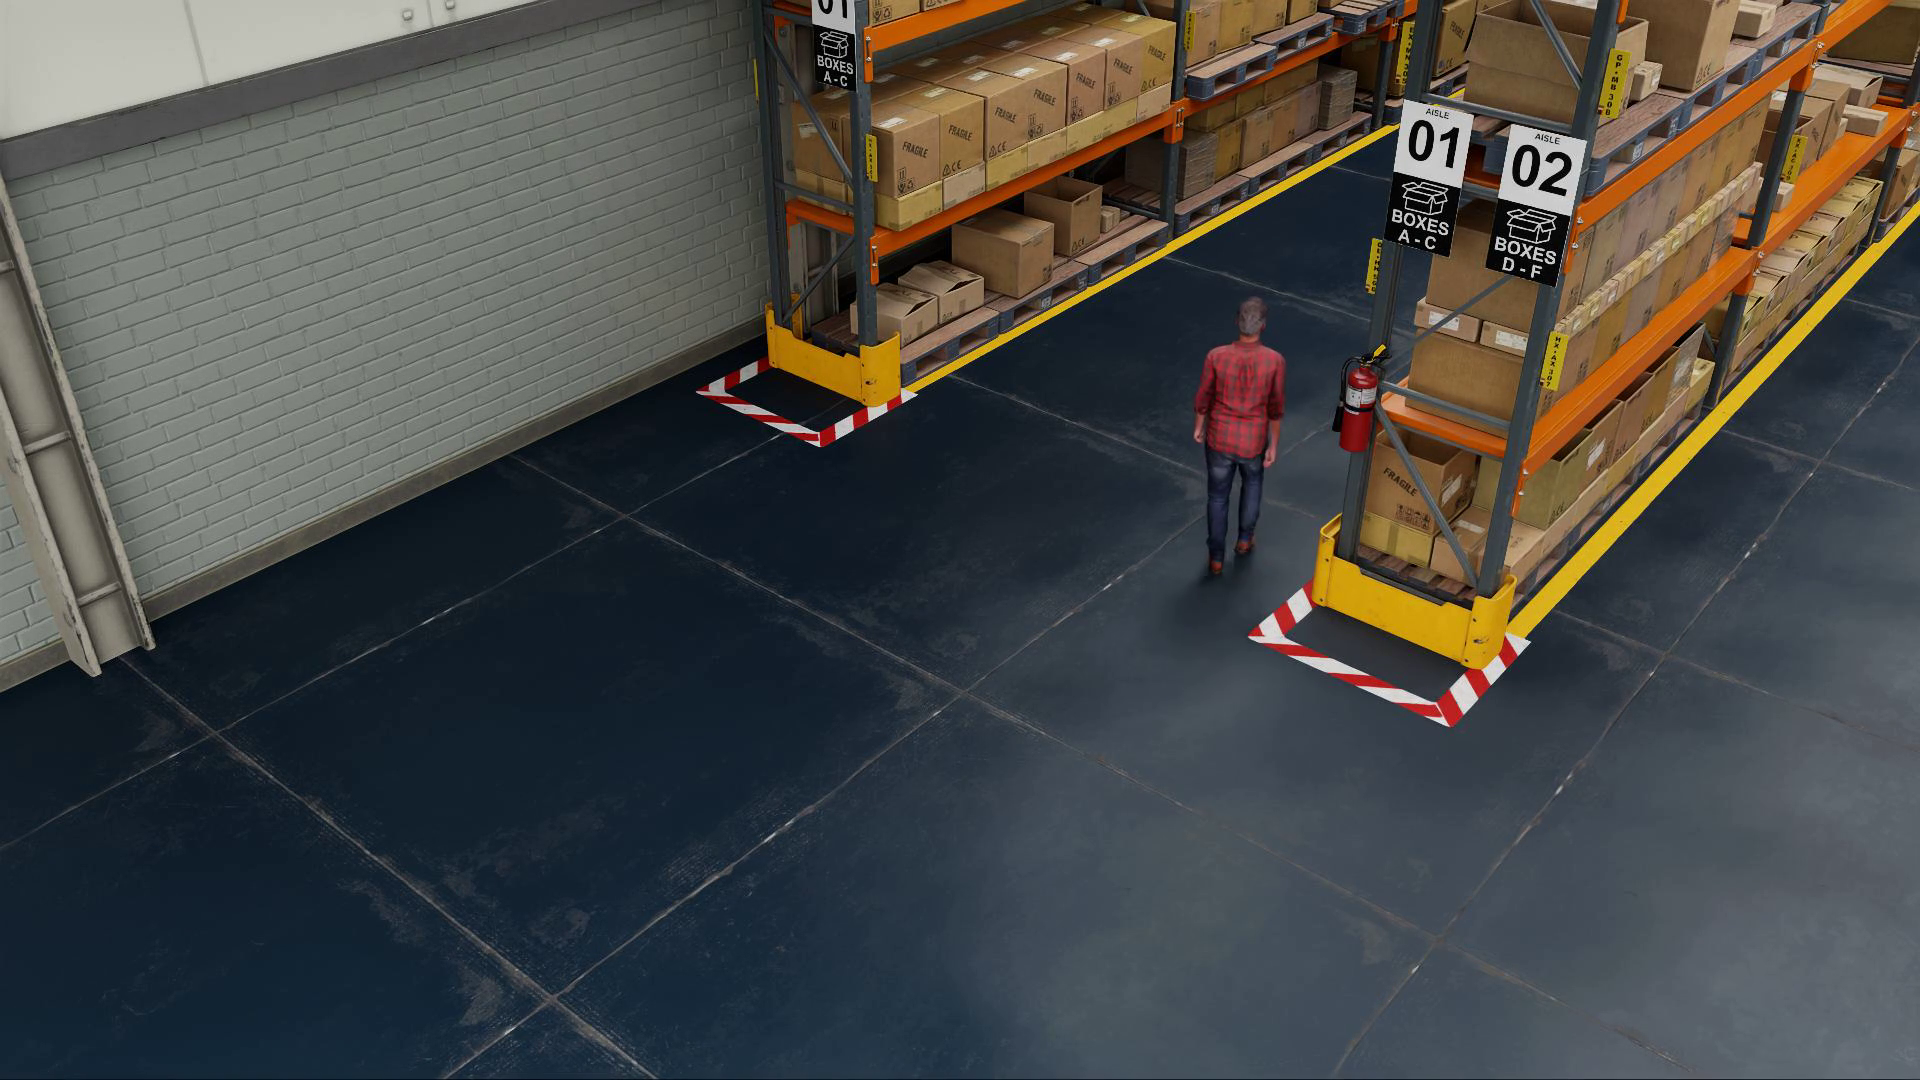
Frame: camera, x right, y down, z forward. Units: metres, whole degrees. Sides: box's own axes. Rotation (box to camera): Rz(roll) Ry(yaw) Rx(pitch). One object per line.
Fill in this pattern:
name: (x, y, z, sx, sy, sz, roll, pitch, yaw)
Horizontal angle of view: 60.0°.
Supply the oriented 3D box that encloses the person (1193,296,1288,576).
person: (1.710, -0.586, 10.282, 0.865, 1.813, 0.902, 4, 33, 6)
